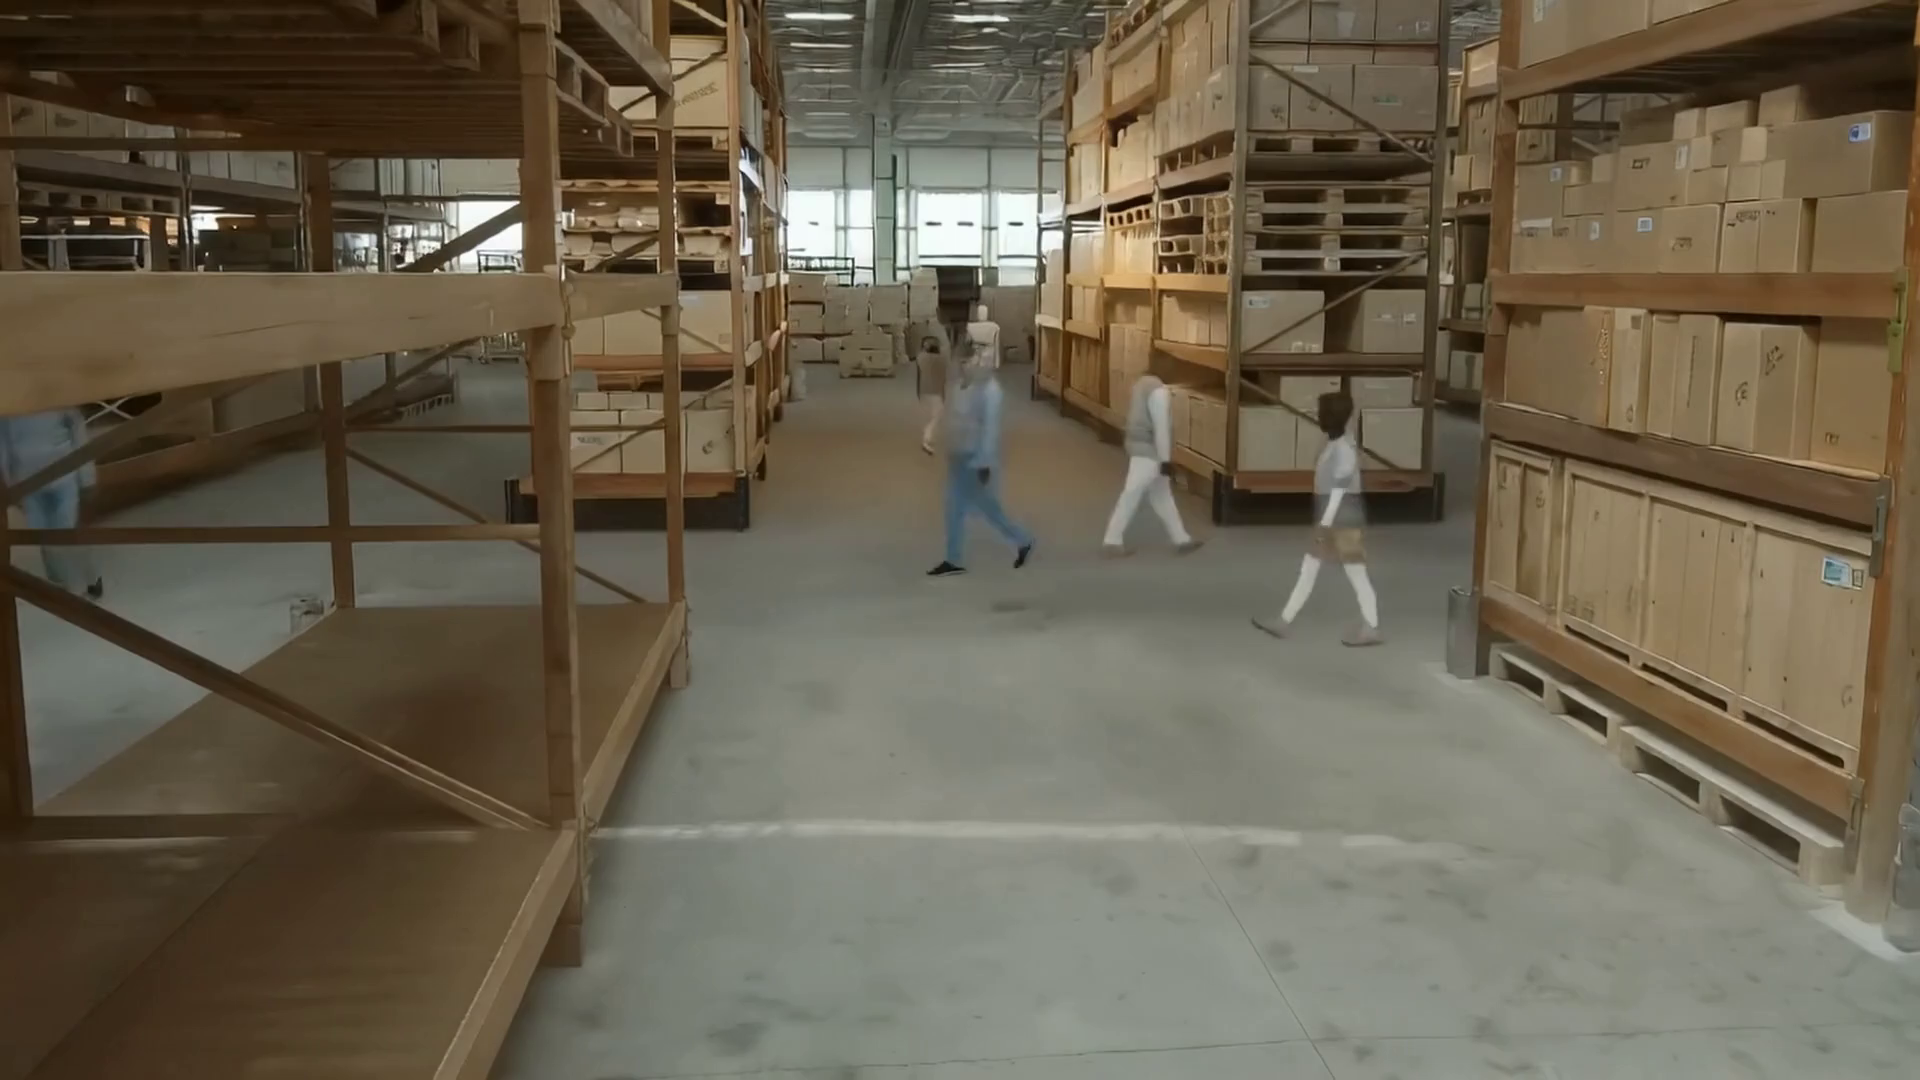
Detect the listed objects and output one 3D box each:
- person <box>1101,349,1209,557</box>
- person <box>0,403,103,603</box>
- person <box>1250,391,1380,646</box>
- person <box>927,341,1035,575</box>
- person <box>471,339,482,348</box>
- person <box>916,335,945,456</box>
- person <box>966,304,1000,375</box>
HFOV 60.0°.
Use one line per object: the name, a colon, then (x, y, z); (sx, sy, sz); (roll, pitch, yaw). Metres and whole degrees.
person: (1.645, -0.725, 14.150); (0.944, 1.784, 0.655); (0, 9, -2)
person: (-6.572, -0.424, 11.940); (0.650, 1.877, 0.399); (1, 9, 4)
person: (2.345, -0.125, 10.730); (0.855, 1.646, 0.556); (0, 9, -1)
person: (0.176, -0.661, 13.398); (0.851, 1.882, 0.632); (-6, 11, -33)
person: (-15.932, -7.253, 54.738); (0.588, 1.904, 0.826); (0, 9, -2)
person: (-0.465, -1.932, 22.259); (0.607, 1.613, 0.551); (7, 12, 38)
person: (0.409, -3.256, 29.659); (0.601, 1.897, 0.771); (0, 9, 0)
